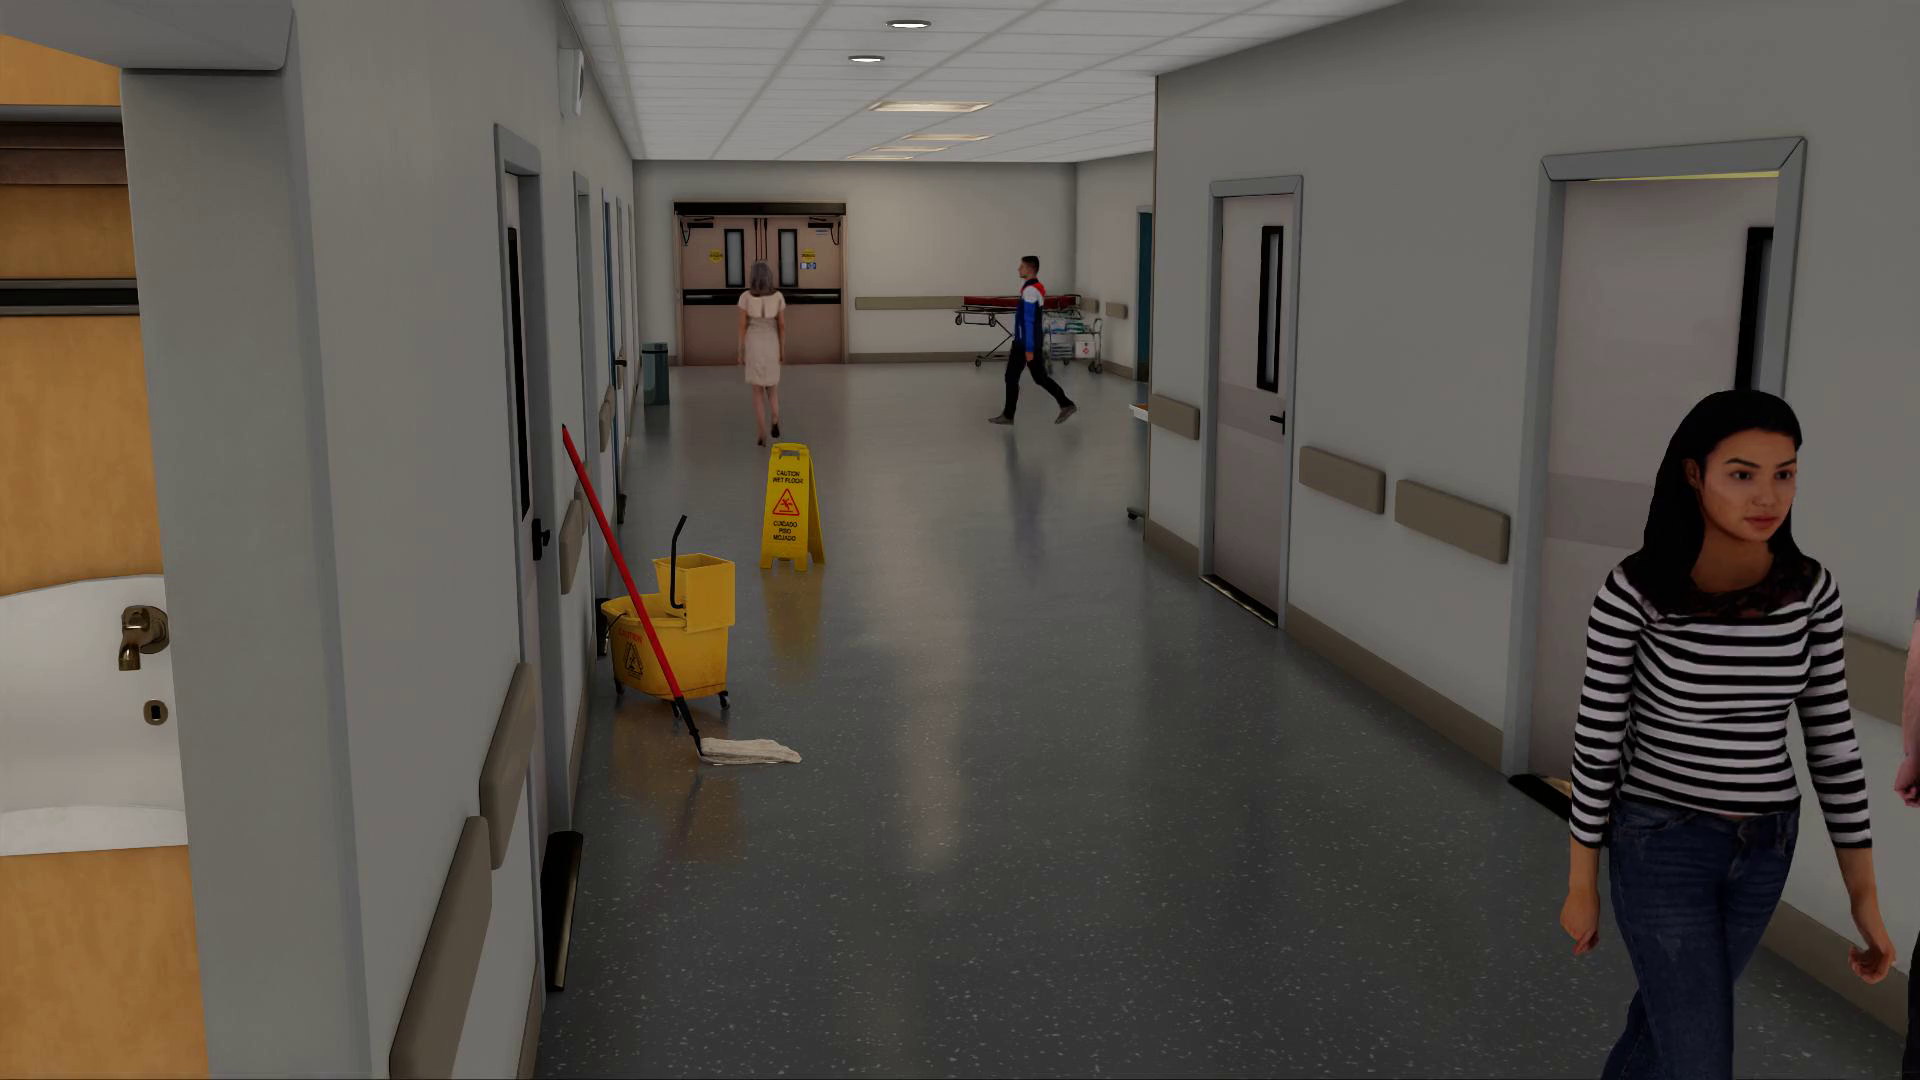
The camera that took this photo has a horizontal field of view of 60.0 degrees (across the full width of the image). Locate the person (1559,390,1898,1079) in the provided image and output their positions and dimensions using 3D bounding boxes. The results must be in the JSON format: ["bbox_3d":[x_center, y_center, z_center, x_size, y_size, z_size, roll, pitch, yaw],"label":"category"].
[{"bbox_3d":[1.305,0.624,3.056,0.644,1.747,1.087,-1,11,-8],"label":"person"}]

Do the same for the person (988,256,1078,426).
[{"bbox_3d":[0.791,-1.998,16.982,1.007,1.724,1.175,3,11,13],"label":"person"}]

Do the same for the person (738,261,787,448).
[{"bbox_3d":[-1.814,-1.709,15.457,0.660,1.724,0.765,-4,11,-19],"label":"person"}]
